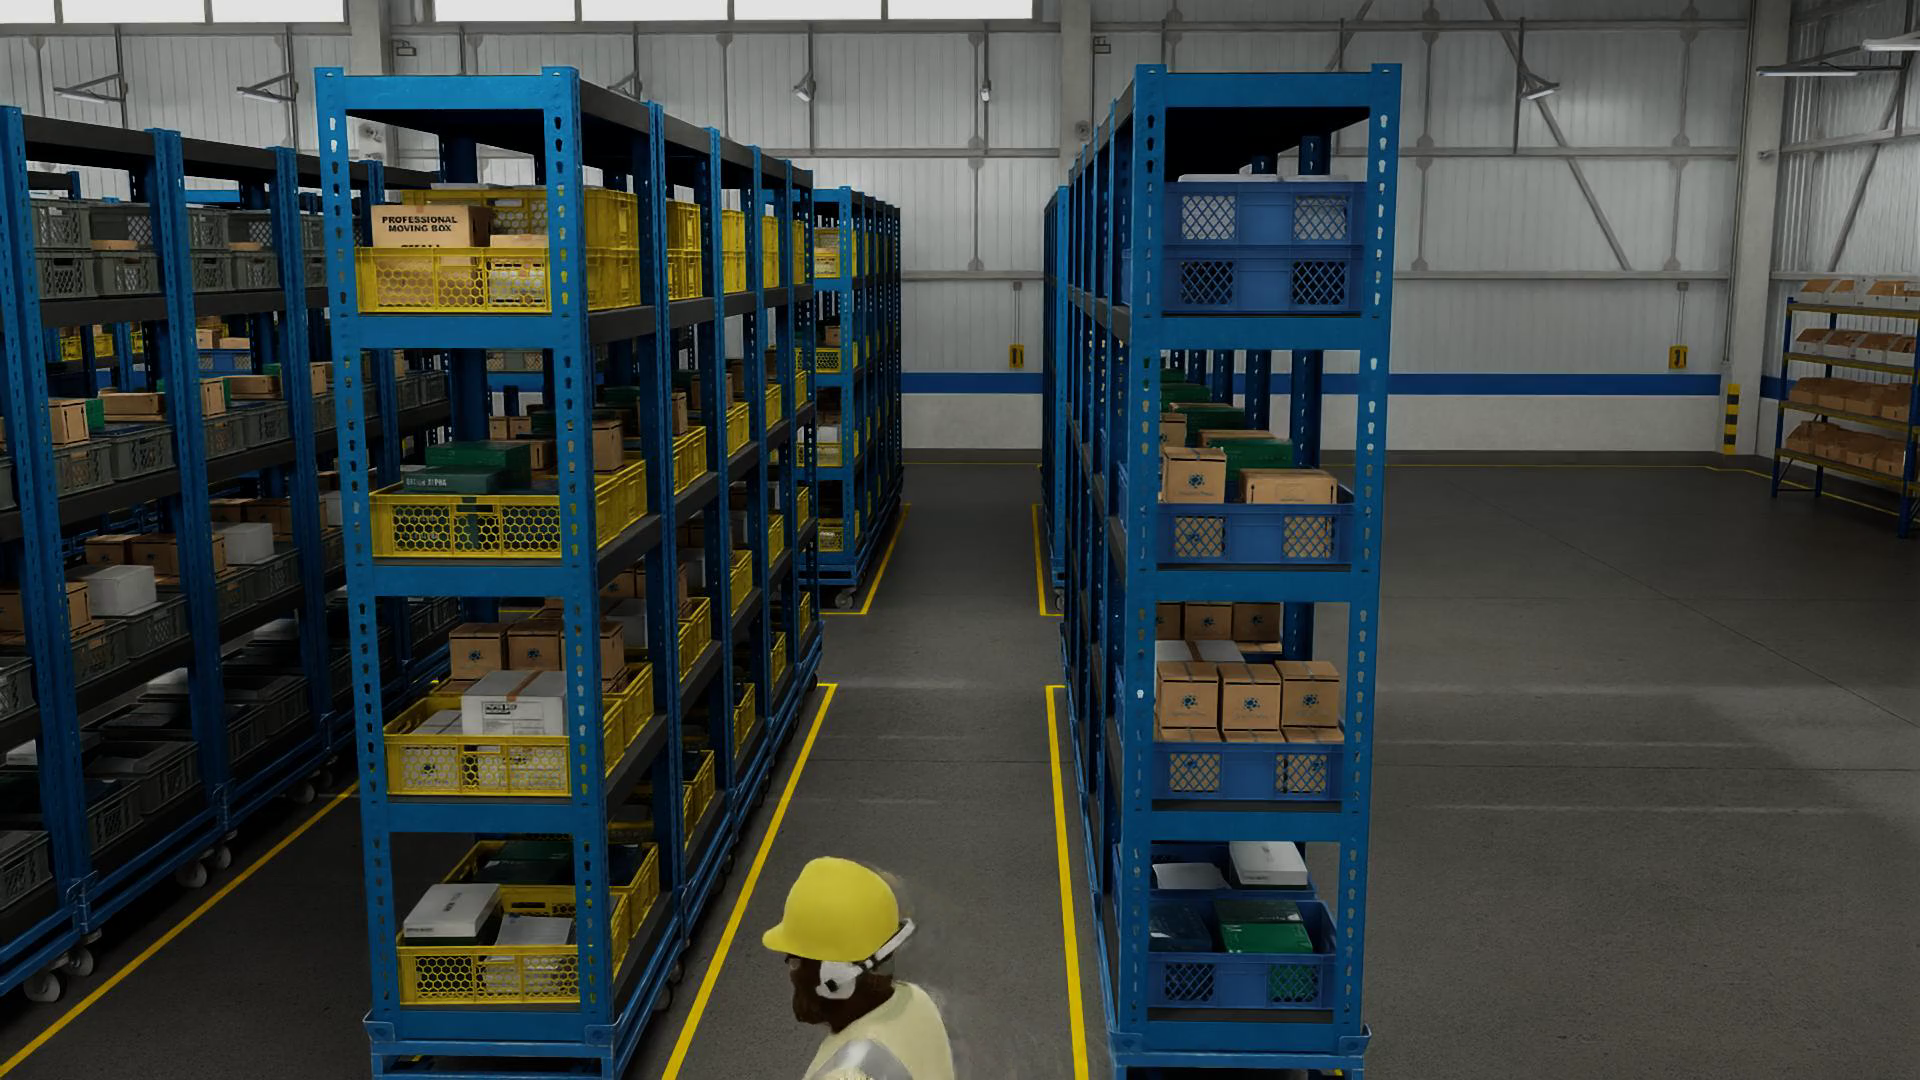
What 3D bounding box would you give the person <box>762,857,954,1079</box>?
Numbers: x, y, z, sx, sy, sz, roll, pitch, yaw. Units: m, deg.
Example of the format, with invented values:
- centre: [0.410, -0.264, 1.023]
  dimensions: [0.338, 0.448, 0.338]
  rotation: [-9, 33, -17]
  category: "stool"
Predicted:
- centre: [-0.139, 1.548, 3.452]
  dimensions: [0.541, 1.824, 0.623]
  rotation: [2, 10, 9]
  category: "person"
